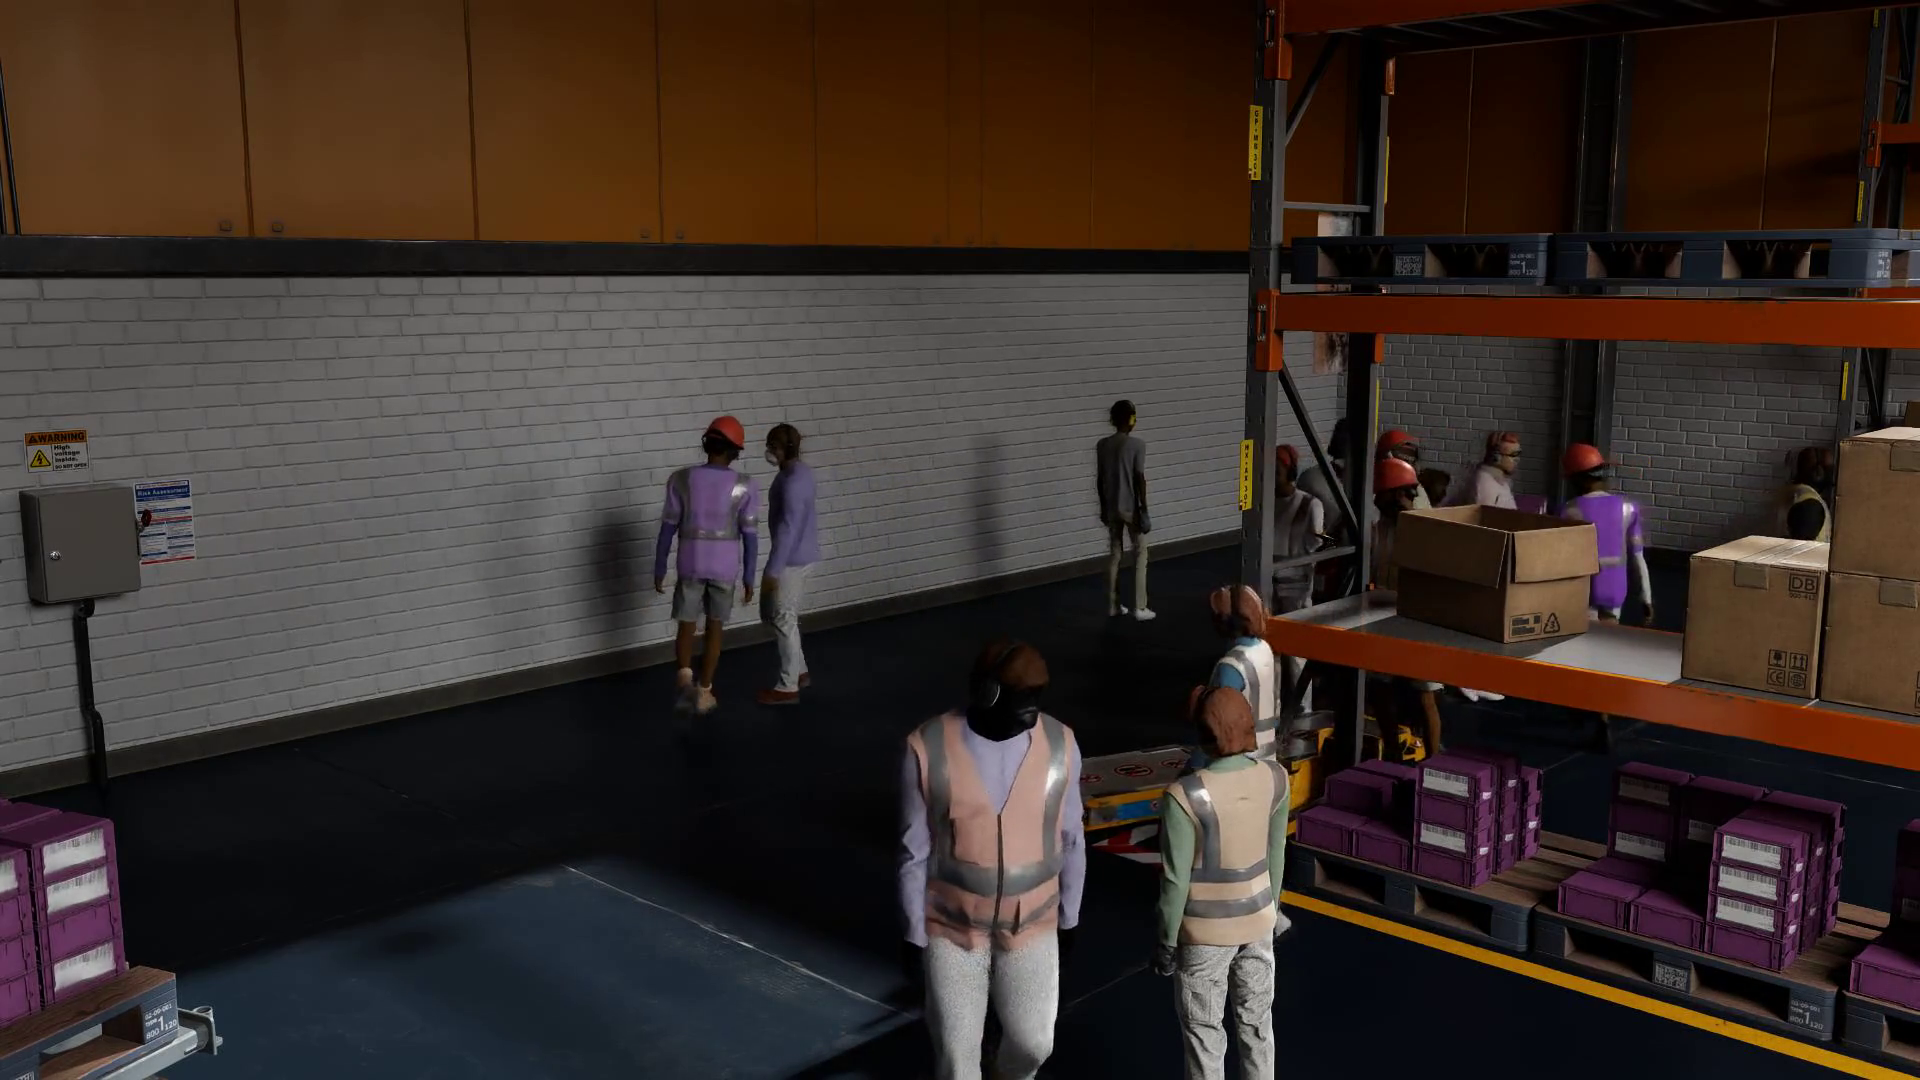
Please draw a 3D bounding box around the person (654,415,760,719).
[{"bbox_3d":[-1.651,0.202,10.804,0.706,1.997,0.719,0,9,1],"label":"person"}]

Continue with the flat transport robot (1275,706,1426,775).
[{"bbox_3d":[2.102,1.226,9.806,1.431,0.197,0.652,-7,11,-36],"label":"flat transport robot"}]

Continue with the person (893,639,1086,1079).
[{"bbox_3d":[0.092,1.191,5.285,0.621,1.820,0.520,-1,9,-6],"label":"person"}]

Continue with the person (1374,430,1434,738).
[{"bbox_3d":[2.784,0.305,10.370,0.422,1.948,0.790,1,9,5],"label":"person"}]

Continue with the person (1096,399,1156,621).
[{"bbox_3d":[1.394,-0.249,14.008,0.580,1.856,0.399,8,12,40],"label":"person"}]

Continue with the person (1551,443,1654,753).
[{"bbox_3d":[3.944,0.334,10.391,0.628,1.868,0.908,-1,9,-5],"label":"person"}]

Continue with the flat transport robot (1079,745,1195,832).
[{"bbox_3d":[0.874,1.355,9.018,1.431,0.197,0.652,-5,10,-26],"label":"flat transport robot"}]

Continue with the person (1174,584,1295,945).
[{"bbox_3d":[1.235,0.989,7.133,0.444,1.623,0.530,5,10,26],"label":"person"}]

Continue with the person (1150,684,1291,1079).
[{"bbox_3d":[0.843,1.266,5.378,0.512,1.640,0.309,-6,11,-32],"label":"person"}]

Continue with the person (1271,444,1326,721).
[{"bbox_3d":[2.022,0.327,10.419,0.380,1.874,0.598,-8,12,-39],"label":"person"}]

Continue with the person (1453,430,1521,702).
[{"bbox_3d":[3.567,0.195,11.182,0.432,1.883,0.749,4,10,21],"label":"person"}]

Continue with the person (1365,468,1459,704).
[{"bbox_3d":[3.119,0.290,11.457,0.511,1.605,0.732,-6,11,-35],"label":"person"}]

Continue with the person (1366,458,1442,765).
[{"bbox_3d":[2.474,0.497,9.271,0.475,1.911,0.562,-5,10,-26],"label":"person"}]

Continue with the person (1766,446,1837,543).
[{"bbox_3d":[5.384,0.308,10.664,0.445,1.828,0.656,3,10,18],"label":"person"}]

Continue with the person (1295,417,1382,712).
[{"bbox_3d":[2.534,0.102,11.290,0.696,2.000,1.067,-2,10,-14],"label":"person"}]

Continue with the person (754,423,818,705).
[{"bbox_3d":[-1.184,0.166,11.243,0.439,1.926,0.658,-2,9,-10],"label":"person"}]
